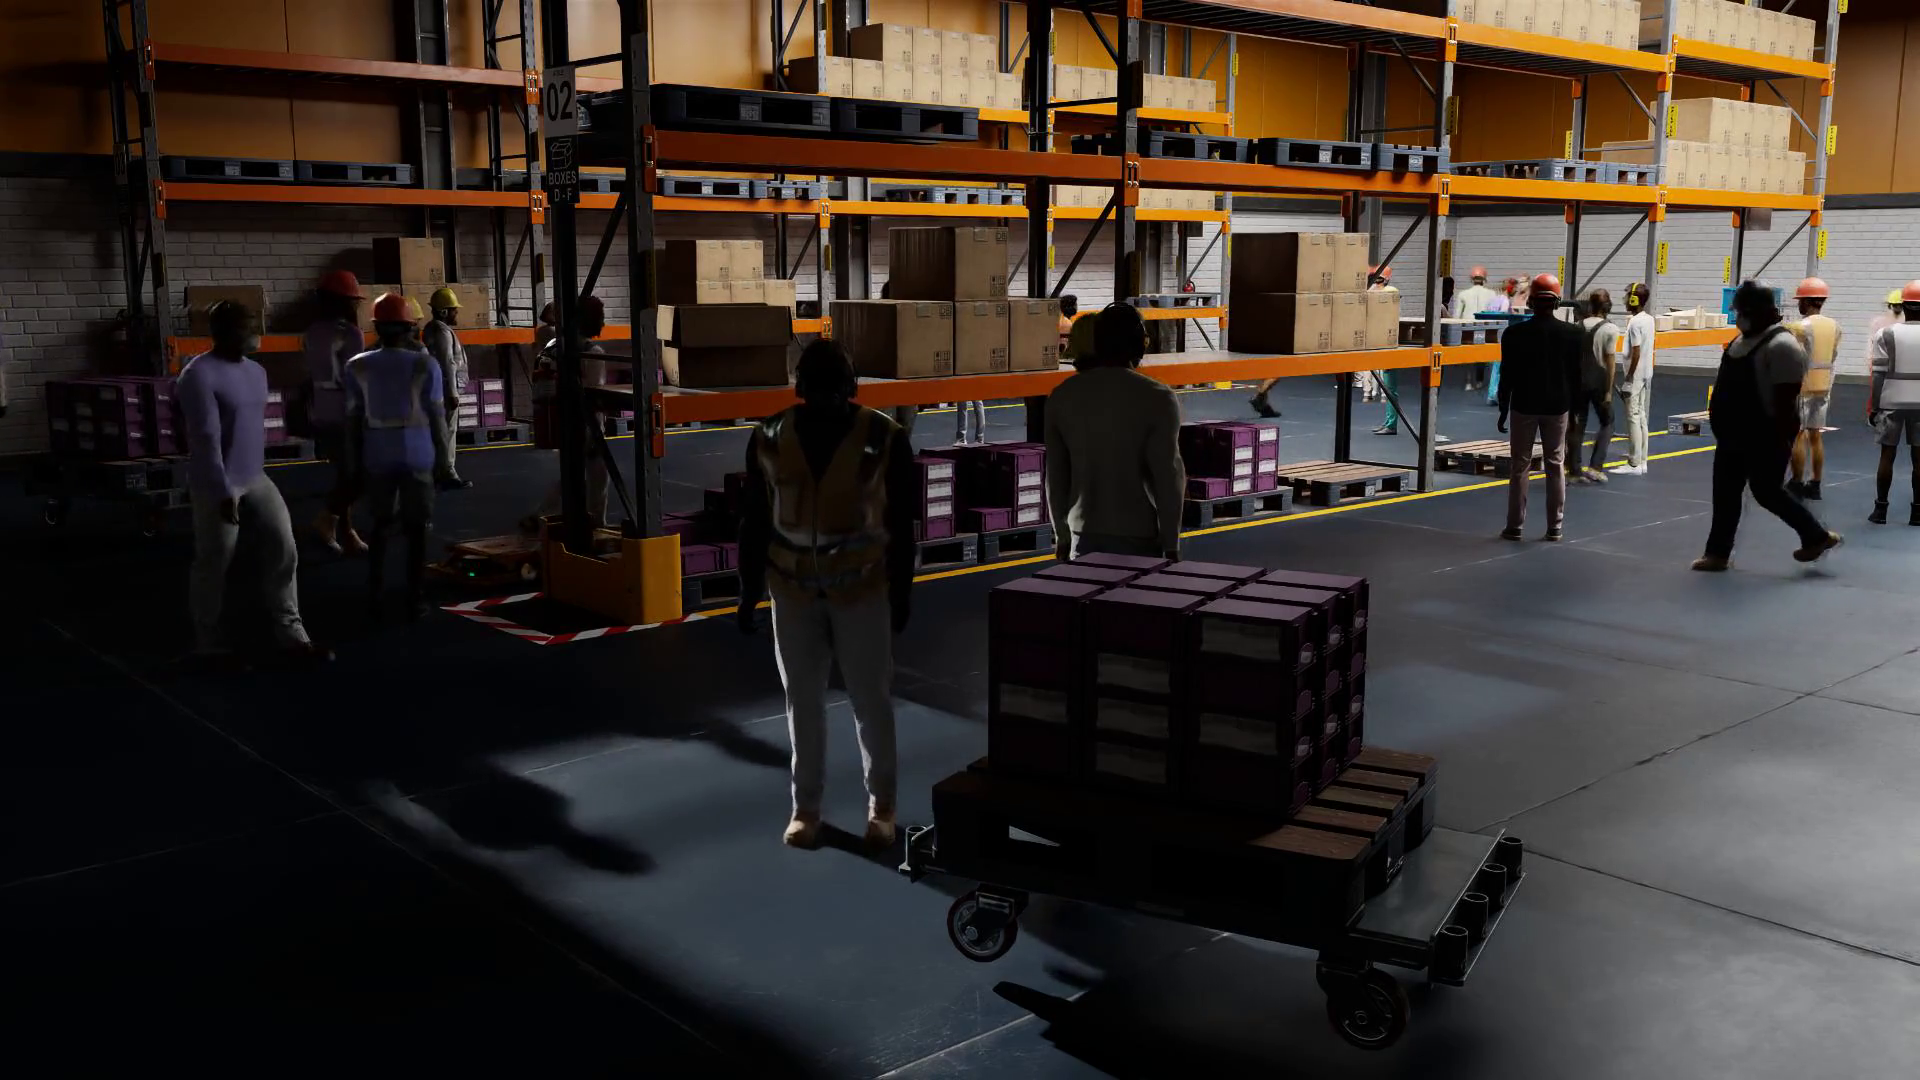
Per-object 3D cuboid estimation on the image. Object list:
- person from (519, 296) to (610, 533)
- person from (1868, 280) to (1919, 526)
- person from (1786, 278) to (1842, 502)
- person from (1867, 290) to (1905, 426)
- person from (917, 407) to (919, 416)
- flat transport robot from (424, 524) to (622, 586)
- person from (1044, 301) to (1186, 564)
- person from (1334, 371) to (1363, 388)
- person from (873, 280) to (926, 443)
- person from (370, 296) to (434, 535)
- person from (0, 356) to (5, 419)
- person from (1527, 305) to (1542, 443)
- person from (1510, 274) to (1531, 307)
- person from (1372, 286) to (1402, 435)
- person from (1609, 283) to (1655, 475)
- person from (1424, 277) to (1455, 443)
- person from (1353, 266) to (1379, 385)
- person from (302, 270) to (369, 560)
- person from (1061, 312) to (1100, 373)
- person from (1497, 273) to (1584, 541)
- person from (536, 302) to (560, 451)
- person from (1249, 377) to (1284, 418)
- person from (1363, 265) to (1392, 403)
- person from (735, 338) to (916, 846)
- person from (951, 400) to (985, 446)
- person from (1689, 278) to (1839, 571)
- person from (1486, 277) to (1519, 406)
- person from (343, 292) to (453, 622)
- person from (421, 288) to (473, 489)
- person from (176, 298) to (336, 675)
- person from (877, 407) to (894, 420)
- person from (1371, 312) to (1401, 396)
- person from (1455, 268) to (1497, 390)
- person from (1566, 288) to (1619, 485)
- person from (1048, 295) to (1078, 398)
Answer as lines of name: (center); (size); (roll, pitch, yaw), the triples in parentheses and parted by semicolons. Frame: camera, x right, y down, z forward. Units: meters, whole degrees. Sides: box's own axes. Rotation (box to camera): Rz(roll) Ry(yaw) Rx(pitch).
person: (-2.677, -0.759, 11.497); (0.591, 1.866, 0.672); (9, 13, 41)
person: (7.485, -1.078, 13.149); (0.544, 1.939, 0.354); (4, 11, 25)
person: (7.327, -1.295, 14.447); (0.559, 1.934, 0.382); (-4, 11, -23)
person: (11.415, -2.215, 20.439); (0.535, 1.722, 0.931); (3, 10, 17)
person: (-0.670, -1.669, 16.739); (0.671, 1.894, 0.549); (3, 10, 15)
flat transport robot: (-2.793, 0.087, 11.203); (0.652, 0.197, 1.431); (9, 13, 44)
person: (0.644, -0.009, 6.889); (0.627, 1.940, 0.372); (6, 12, 33)
person: (6.262, -3.369, 26.671); (0.662, 1.908, 0.402); (-8, 12, -37)
person: (-0.553, -1.243, 14.117); (0.632, 1.940, 0.372); (-8, 13, -39)
person: (-4.183, -0.949, 12.736); (0.619, 1.819, 0.497); (7, 12, 36)
person: (-8.619, -1.277, 14.482); (0.589, 1.889, 0.916); (-1, 10, -5)
person: (6.527, -1.925, 18.980); (0.310, 1.642, 0.514); (0, 10, 2)
person: (8.959, -3.283, 26.369); (0.611, 1.846, 0.924); (5, 11, 26)
person: (5.109, -2.137, 19.856); (0.311, 1.768, 0.531); (2, 10, 11)
person: (6.572, -1.563, 16.205); (0.309, 1.864, 0.535); (8, 12, 38)
person: (5.449, -2.076, 19.071); (0.390, 1.913, 0.587); (2, 10, 13)
person: (6.819, -3.567, 27.627); (0.676, 1.964, 1.046); (-8, 12, -37)
person: (-4.303, -0.845, 11.507); (0.615, 2.030, 0.531); (7, 12, 36)
person: (0.703, -0.132, 7.846); (0.881, 1.858, 0.669); (4, 11, 23)
person: (4.318, -0.979, 12.405); (0.612, 1.995, 0.377); (1, 10, 8)
person: (-4.458, -1.781, 18.199); (0.498, 1.626, 0.284); (9, 14, 44)
person: (4.005, -2.542, 21.761); (0.524, 1.922, 0.557); (-6, 12, -33)
person: (6.106, -2.995, 24.208); (0.609, 1.996, 0.379); (8, 13, 39)
person: (-0.486, 0.189, 6.052); (0.643, 1.840, 0.449); (2, 10, 9)
person: (0.084, -1.879, 18.039); (0.521, 1.871, 0.325); (7, 12, 36)
person: (5.428, -0.782, 11.120); (0.845, 2.000, 0.713); (-1, 10, -8)
person: (7.690, -2.797, 23.548); (0.477, 1.816, 0.604); (1, 10, 8)
person: (-3.243, -0.466, 9.618); (0.565, 1.917, 0.451); (-1, 10, -5)
person: (-4.715, -1.386, 15.262); (0.403, 1.831, 0.597); (-6, 11, -31)
person: (-3.565, -0.246, 8.385); (0.821, 1.910, 0.649); (3, 10, 15)
person: (-0.810, -0.947, 13.121); (0.956, 1.685, 0.489); (-6, 11, -31)
person: (6.462, -2.996, 25.271); (0.505, 1.633, 0.279); (8, 12, 38)
person: (8.230, -3.368, 26.558); (0.641, 1.939, 1.018); (4, 10, 21)
person: (5.866, -1.406, 15.411); (0.513, 1.828, 0.527); (-8, 12, -38)
person: (1.283, -2.232, 20.750); (0.879, 1.651, 0.538); (-1, 10, -4)
